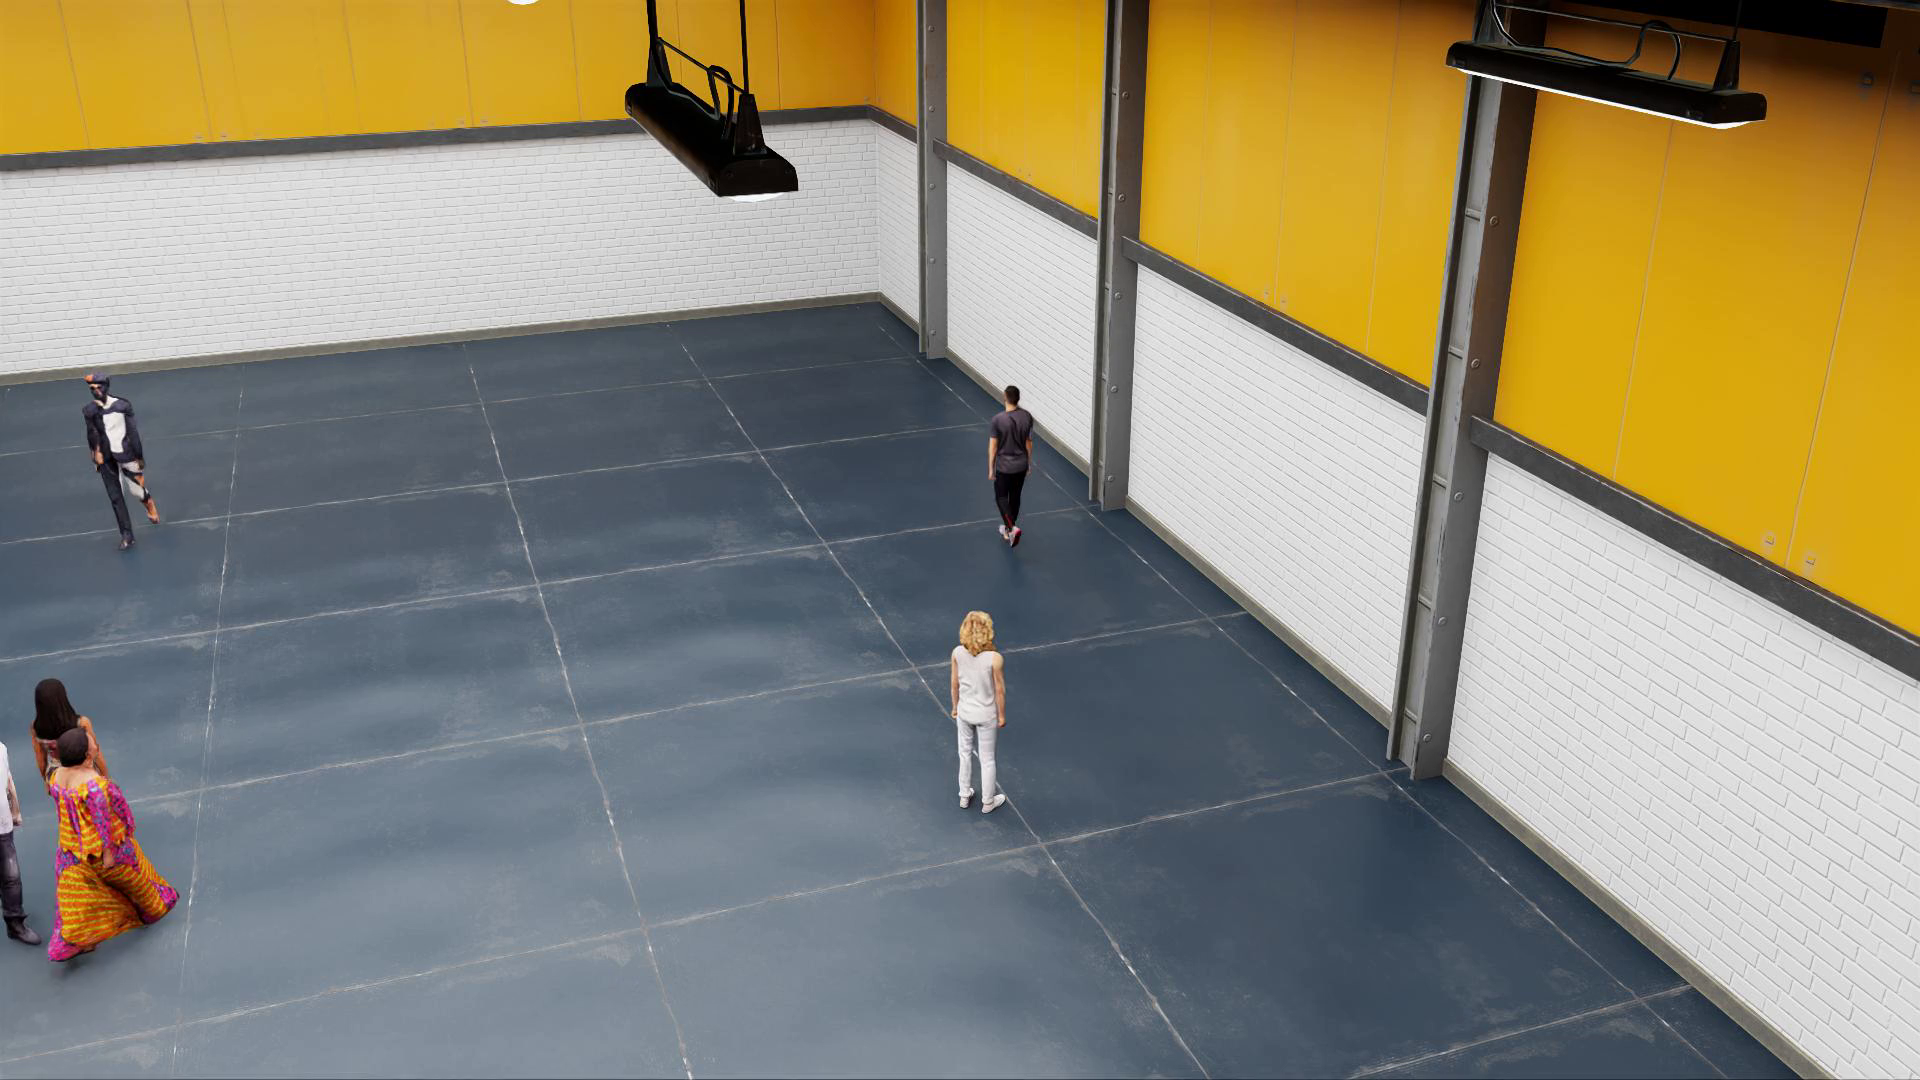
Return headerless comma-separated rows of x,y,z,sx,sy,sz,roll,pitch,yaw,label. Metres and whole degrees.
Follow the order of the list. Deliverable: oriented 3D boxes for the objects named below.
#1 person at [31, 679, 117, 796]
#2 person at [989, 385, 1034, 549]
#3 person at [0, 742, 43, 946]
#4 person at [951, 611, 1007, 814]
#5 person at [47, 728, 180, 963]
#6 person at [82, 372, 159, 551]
-6.265,1.750,11.753,0.755,1.635,0.866,-3,24,-7,person
0.551,-0.737,17.301,0.632,1.748,0.957,-8,25,-17,person
-6.587,1.926,11.128,0.996,1.814,0.916,16,29,33,person
0.125,1.306,12.725,0.681,1.670,0.742,11,26,23,person
-5.827,2.024,11.079,1.175,1.672,1.223,11,26,24,person
-8.796,-0.874,17.453,0.799,1.877,1.038,-4,24,-8,person
